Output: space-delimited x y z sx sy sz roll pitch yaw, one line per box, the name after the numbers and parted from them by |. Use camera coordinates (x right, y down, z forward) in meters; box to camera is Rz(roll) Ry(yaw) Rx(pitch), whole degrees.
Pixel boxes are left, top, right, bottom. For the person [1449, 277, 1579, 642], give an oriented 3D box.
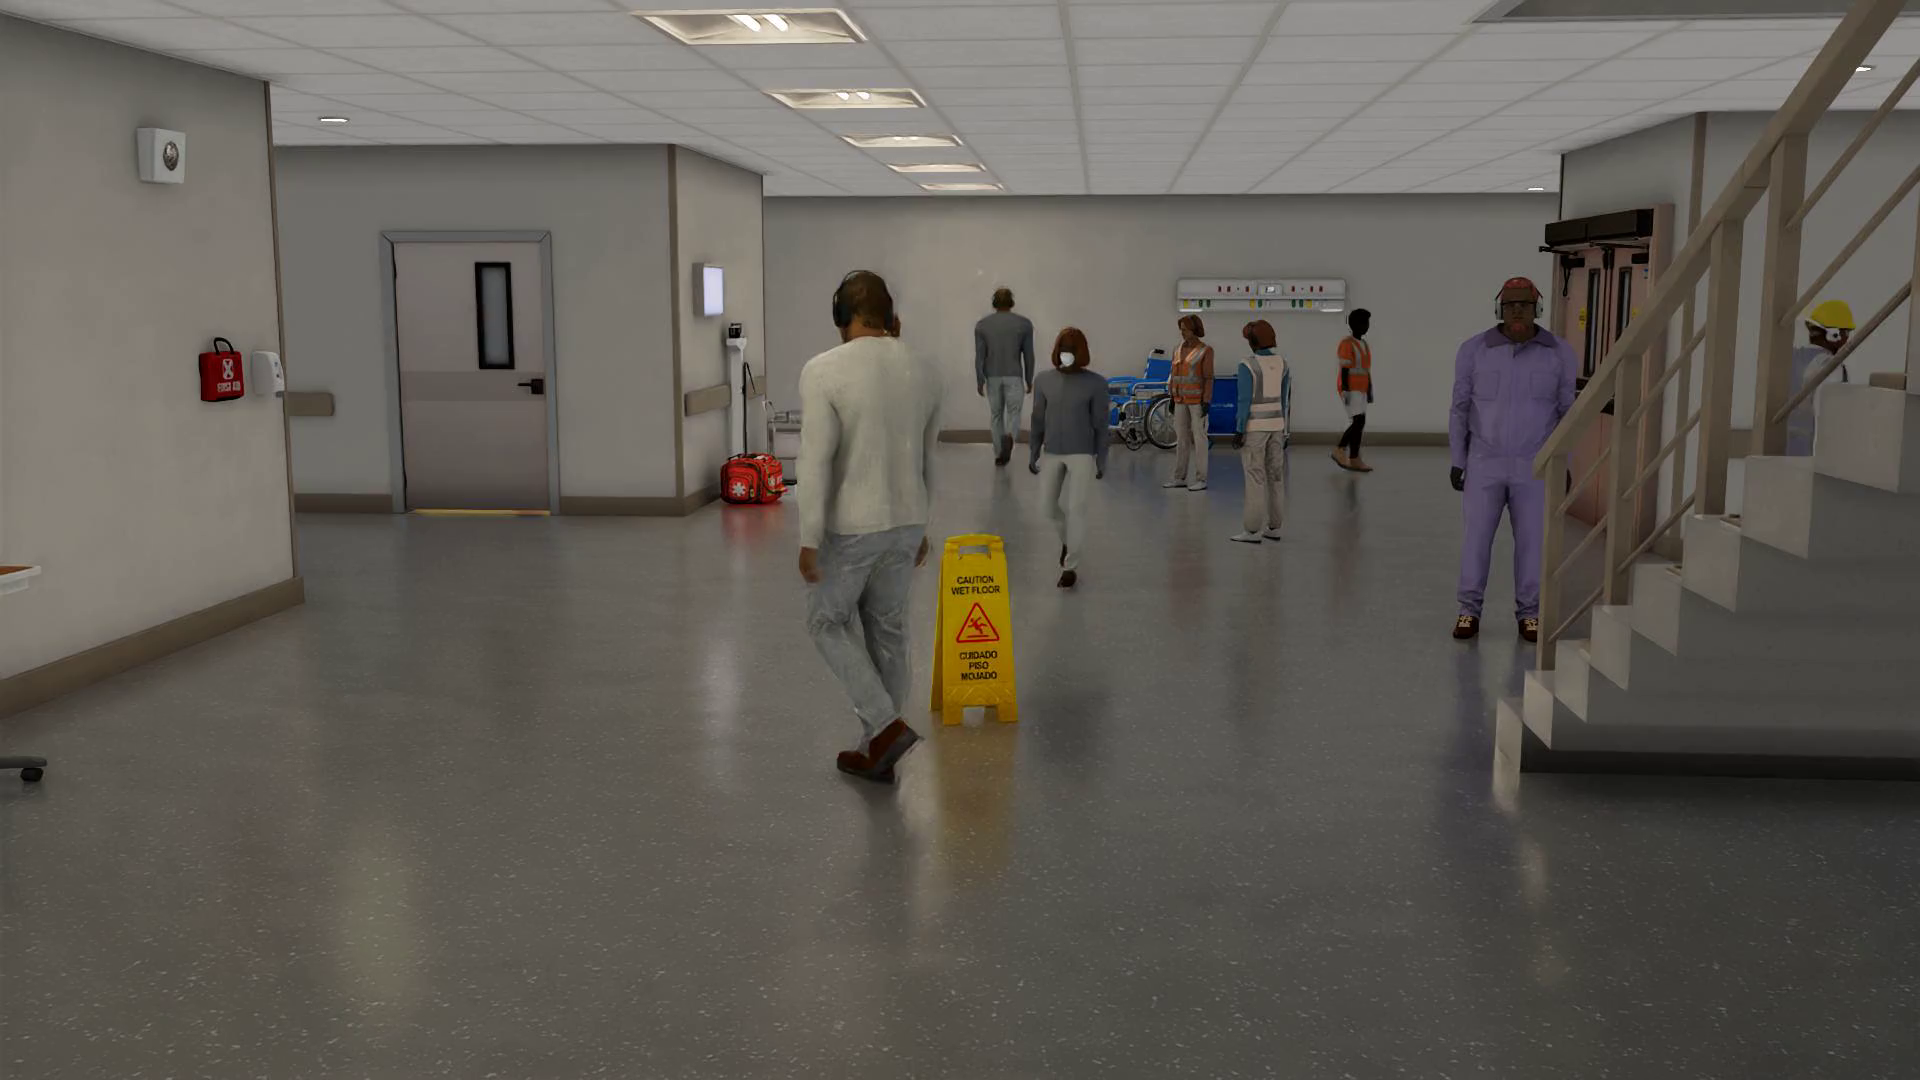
2.895 -0.416 8.746 0.638 1.909 0.408 2 9 15 | person

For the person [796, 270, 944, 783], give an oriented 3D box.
-0.319 -0.031 6.115 0.654 1.916 0.439 -6 11 -37 | person

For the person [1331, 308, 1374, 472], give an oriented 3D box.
4.064 -1.531 17.055 0.362 1.680 0.555 6 10 37 | person

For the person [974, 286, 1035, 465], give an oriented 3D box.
0.462 -1.707 17.512 0.637 1.917 0.795 1 8 5 | person

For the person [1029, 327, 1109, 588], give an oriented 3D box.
0.698 -0.532 10.476 0.512 1.620 0.524 4 9 23 | person

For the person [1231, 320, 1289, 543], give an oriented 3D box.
2.209 -0.795 12.228 0.514 1.640 0.309 -7 11 -39 | person

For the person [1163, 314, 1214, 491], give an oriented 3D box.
2.151 -1.279 15.518 0.310 1.639 0.514 -7 11 -38 | person
